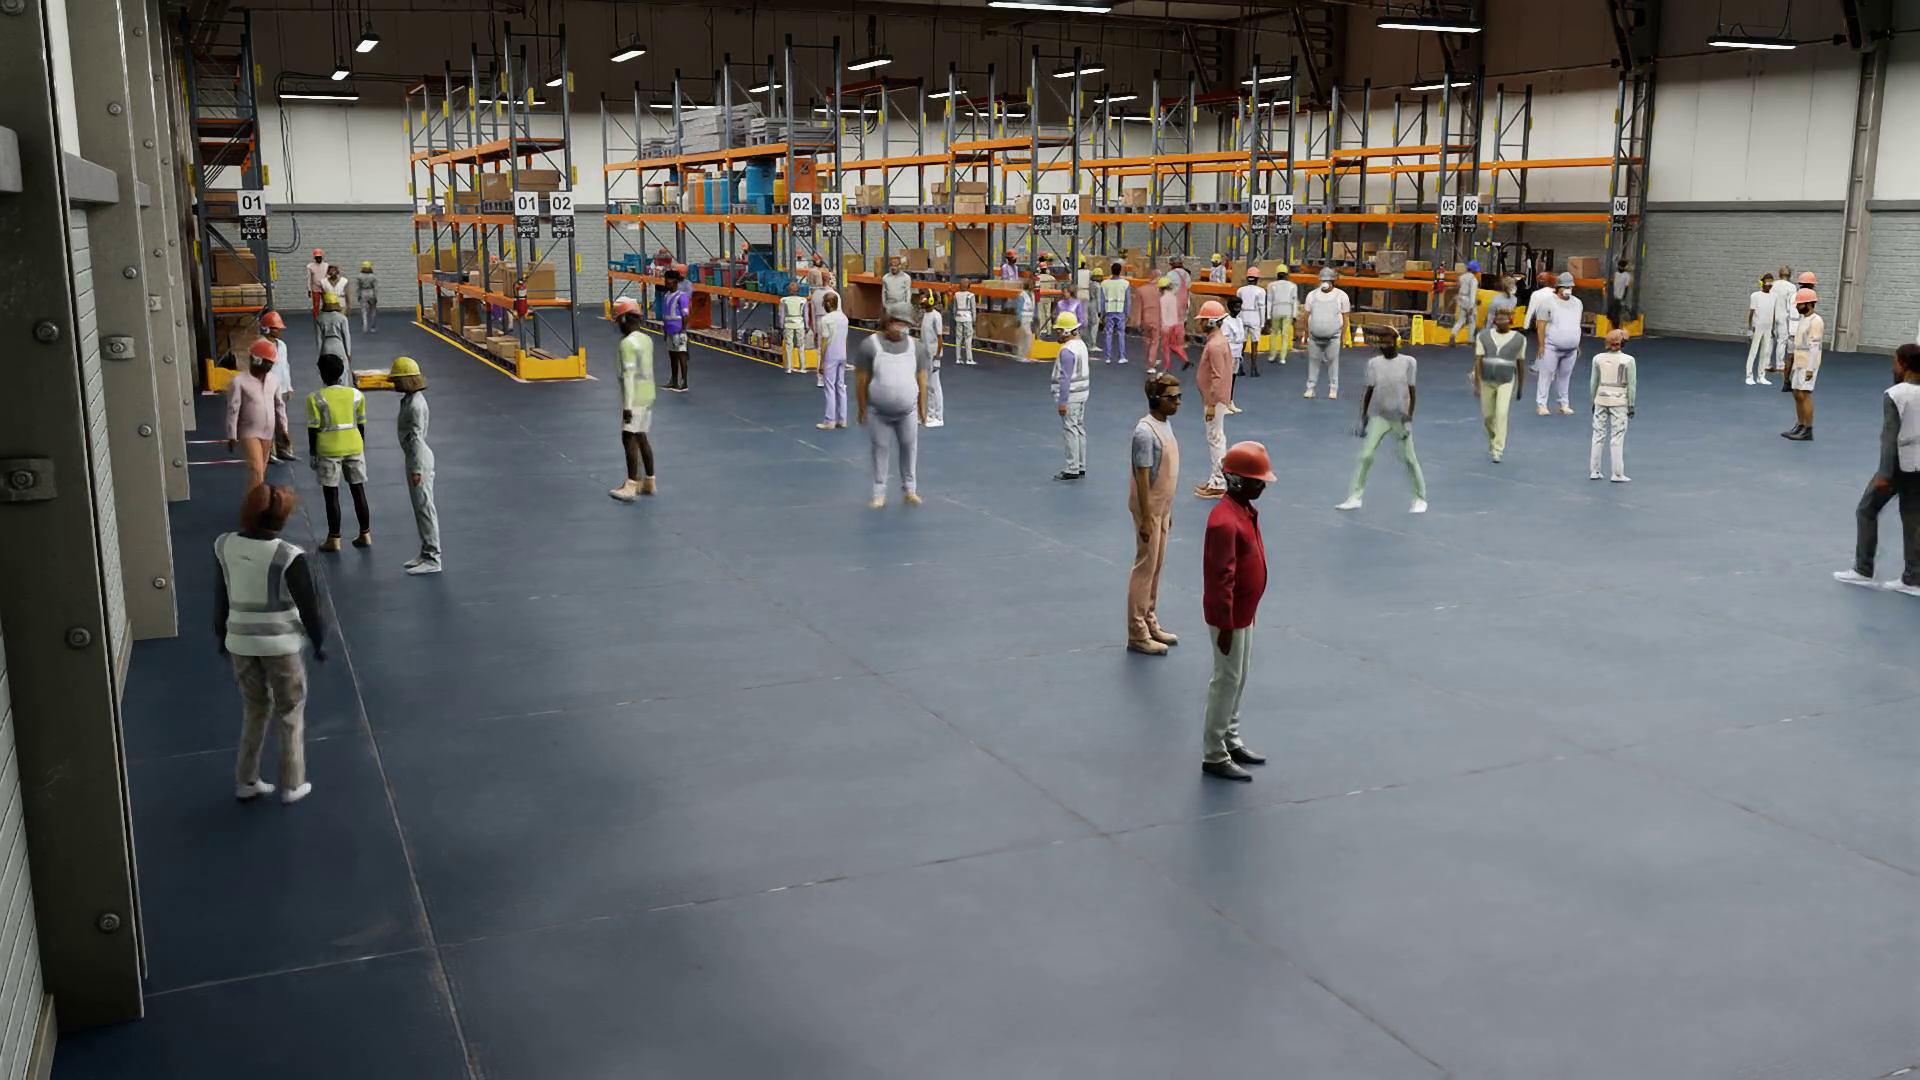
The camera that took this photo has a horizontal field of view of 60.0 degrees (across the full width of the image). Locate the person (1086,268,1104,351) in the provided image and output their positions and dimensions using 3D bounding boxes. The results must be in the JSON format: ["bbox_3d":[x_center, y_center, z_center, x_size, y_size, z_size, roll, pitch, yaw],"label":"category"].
[{"bbox_3d":[2.848,-4.829,34.858,0.347,1.733,0.479,-4,12,-21],"label":"person"}]

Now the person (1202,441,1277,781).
[{"bbox_3d":[1.422,0.356,8.494,0.351,1.739,0.573,4,12,20],"label":"person"}]

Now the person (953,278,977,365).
[{"bbox_3d":[0.096,-4.154,31.668,0.522,1.638,0.306,8,14,37],"label":"person"}]

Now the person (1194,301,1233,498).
[{"bbox_3d":[2.558,-1.421,16.866,0.395,1.993,0.614,2,11,12],"label":"person"}]

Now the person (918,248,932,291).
[{"bbox_3d":[-0.955,-7.177,46.385,0.394,1.898,0.641,-8,14,-35],"label":"person"}]

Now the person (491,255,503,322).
[{"bbox_3d":[-12.341,-6.672,44.170,0.563,1.752,0.325,7,13,33],"label":"person"}]

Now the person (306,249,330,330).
[{"bbox_3d":[-15.790,-6.183,41.070,0.624,1.993,0.385,-5,12,-25],"label":"person"}]

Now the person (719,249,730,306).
[{"bbox_3d":[-7.296,-8.170,51.767,0.546,1.766,0.344,-1,11,-7],"label":"person"}]

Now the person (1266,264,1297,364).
[{"bbox_3d":[6.164,-4.339,31.979,0.605,1.884,0.928,1,11,4],"label":"person"}]

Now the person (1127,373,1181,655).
[{"bbox_3d":[1.280,-0.179,10.941,0.328,1.844,0.513,5,12,22],"label":"person"}]

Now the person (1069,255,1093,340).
[{"bbox_3d":[2.752,-5.476,37.643,0.587,1.930,0.356,-2,11,-11],"label":"person"}]

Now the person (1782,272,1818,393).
[{"bbox_3d":[13.486,-3.317,26.652,0.359,1.936,0.552,-2,11,-10],"label":"person"}]

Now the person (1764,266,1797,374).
[{"bbox_3d":[14.709,-3.939,29.806,0.362,1.939,0.635,-4,12,-20],"label":"person"}]

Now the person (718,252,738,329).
[{"bbox_3d":[-5.671,-6.084,40.734,0.588,1.930,0.358,4,12,18],"label":"person"}]

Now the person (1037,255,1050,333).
[{"bbox_3d":[1.967,-5.909,40.026,0.525,1.867,0.317,9,14,39],"label":"person"}]

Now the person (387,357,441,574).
[{"bbox_3d":[-4.394,-0.601,13.369,0.323,1.737,0.486,-5,12,-22],"label":"person"}]

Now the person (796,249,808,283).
[{"bbox_3d":[-5.043,-8.276,52.366,0.574,1.738,0.352,-3,11,-13],"label":"person"}]

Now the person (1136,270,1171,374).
[{"bbox_3d":[3.563,-3.963,30.200,0.625,1.841,0.995,6,13,30],"label":"person"}]

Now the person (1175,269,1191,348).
[{"bbox_3d":[4.755,-4.934,35.510,0.319,1.690,0.540,-2,11,-10],"label":"person"}]

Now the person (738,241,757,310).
[{"bbox_3d":[-6.321,-7.872,49.577,0.612,2.029,0.409,3,11,13],"label":"person"}]

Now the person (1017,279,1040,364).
[{"bbox_3d":[1.340,-4.193,31.905,0.625,1.613,0.512,6,12,26],"label":"person"}]

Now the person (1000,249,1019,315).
[{"bbox_3d":[1.193,-5.737,38.681,0.373,2.044,0.606,7,13,32],"label":"person"}]

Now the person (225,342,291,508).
[{"bbox_3d":[-6.601,-1.008,15.567,0.725,1.690,0.573,5,12,23],"label":"person"}]

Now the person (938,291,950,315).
[{"bbox_3d":[-0.417,-7.347,46.925,0.637,2.018,0.618,-5,12,-24],"label":"person"}]

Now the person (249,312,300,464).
[{"bbox_3d":[-7.909,-1.756,19.207,0.360,1.742,0.569,3,12,16],"label":"person"}]

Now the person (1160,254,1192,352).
[{"bbox_3d":[4.476,-4.959,34.734,0.686,2.000,0.535,-9,14,-39],"label":"person"}]

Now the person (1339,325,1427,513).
[{"bbox_3d":[4.118,-1.169,16.081,0.739,1.821,0.544,8,13,34],"label":"person"}]

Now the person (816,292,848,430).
[{"bbox_3d":[-1.693,-2.387,22.200,0.357,1.837,0.507,8,14,35],"label":"person"}]

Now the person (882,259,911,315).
[{"bbox_3d":[-1.354,-4.989,35.262,0.640,1.899,0.395,3,11,14],"label":"person"}]

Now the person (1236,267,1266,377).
[{"bbox_3d":[5.137,-3.842,29.360,0.547,1.930,0.393,7,13,33],"label":"person"}]

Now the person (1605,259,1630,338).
[{"bbox_3d":[15.067,-5.516,38.088,0.373,1.836,0.584,-3,12,-16],"label":"person"}]

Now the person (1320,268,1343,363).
[{"bbox_3d":[7.117,-4.302,31.973,0.473,1.821,0.564,5,12,26],"label":"person"}]

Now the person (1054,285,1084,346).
[{"bbox_3d":[1.877,-3.635,29.053,0.546,1.622,0.424,9,14,37],"label":"person"}]

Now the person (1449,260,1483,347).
[{"bbox_3d":[10.860,-5.035,35.543,0.778,1.879,0.625,-5,12,-23],"label":"person"}]
